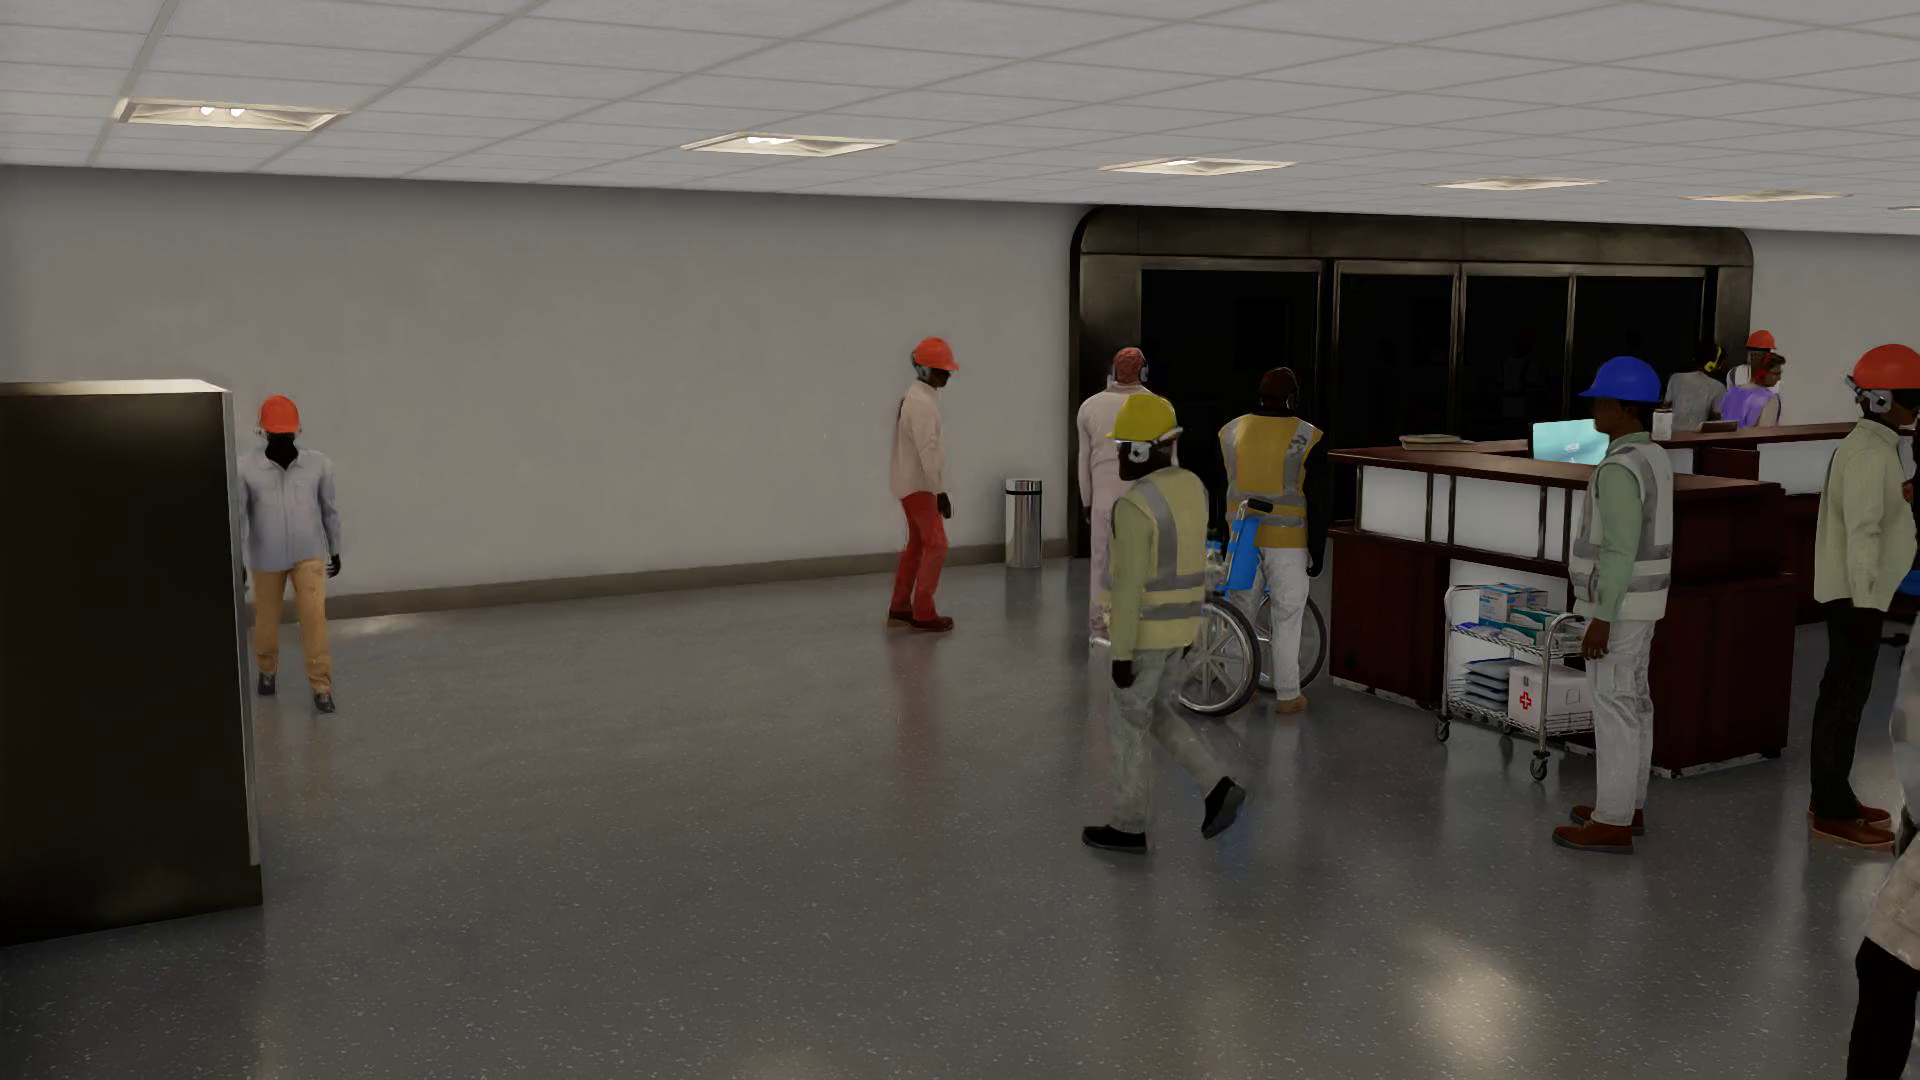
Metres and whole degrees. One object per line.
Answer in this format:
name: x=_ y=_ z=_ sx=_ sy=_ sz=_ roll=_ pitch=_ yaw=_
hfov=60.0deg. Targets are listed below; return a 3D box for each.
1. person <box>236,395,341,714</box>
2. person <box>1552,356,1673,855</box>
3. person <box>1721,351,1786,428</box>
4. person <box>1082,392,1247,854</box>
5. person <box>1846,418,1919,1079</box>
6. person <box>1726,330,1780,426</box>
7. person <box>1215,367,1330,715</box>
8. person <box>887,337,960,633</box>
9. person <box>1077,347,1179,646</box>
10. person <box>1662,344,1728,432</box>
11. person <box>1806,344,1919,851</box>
person: x=-3.643 y=0.055 z=8.969 sx=0.594 sy=1.688 sz=0.918 roll=-4 pitch=9 yaw=-29
person: x=2.598 y=0.254 z=6.558 sx=0.378 sy=1.949 sz=0.614 roll=5 pitch=9 yaw=33
person: x=5.983 y=-0.528 z=12.677 sx=0.439 sy=1.820 sz=0.600 roll=-2 pitch=8 yaw=-17
person: x=0.775 y=0.340 z=6.419 sx=0.553 sy=1.816 sz=0.610 roll=6 pitch=10 yaw=35
person: x=2.281 y=0.647 z=3.874 sx=0.824 sy=1.905 sz=0.693 roll=7 pitch=10 yaw=41
person: x=7.749 y=-1.075 z=16.235 sx=0.371 sy=1.935 sz=0.551 roll=-5 pitch=9 yaw=-31
person: x=1.650 y=0.008 z=8.785 sx=0.628 sy=1.837 sz=0.430 roll=5 pitch=9 yaw=33
person: x=-0.239 y=-0.346 z=10.898 sx=0.482 sy=1.951 sz=0.627 roll=-1 pitch=8 yaw=-4
person: x=1.061 y=-0.259 z=10.464 sx=0.644 sy=1.900 sz=0.399 roll=3 pitch=8 yaw=18
person: x=6.581 y=-0.849 z=15.028 sx=0.649 sy=1.830 sz=0.334 roll=4 pitch=9 yaw=27
person: x=3.639 y=0.216 z=6.673 sx=0.391 sy=1.995 sz=0.613 roll=4 pitch=9 yaw=28
